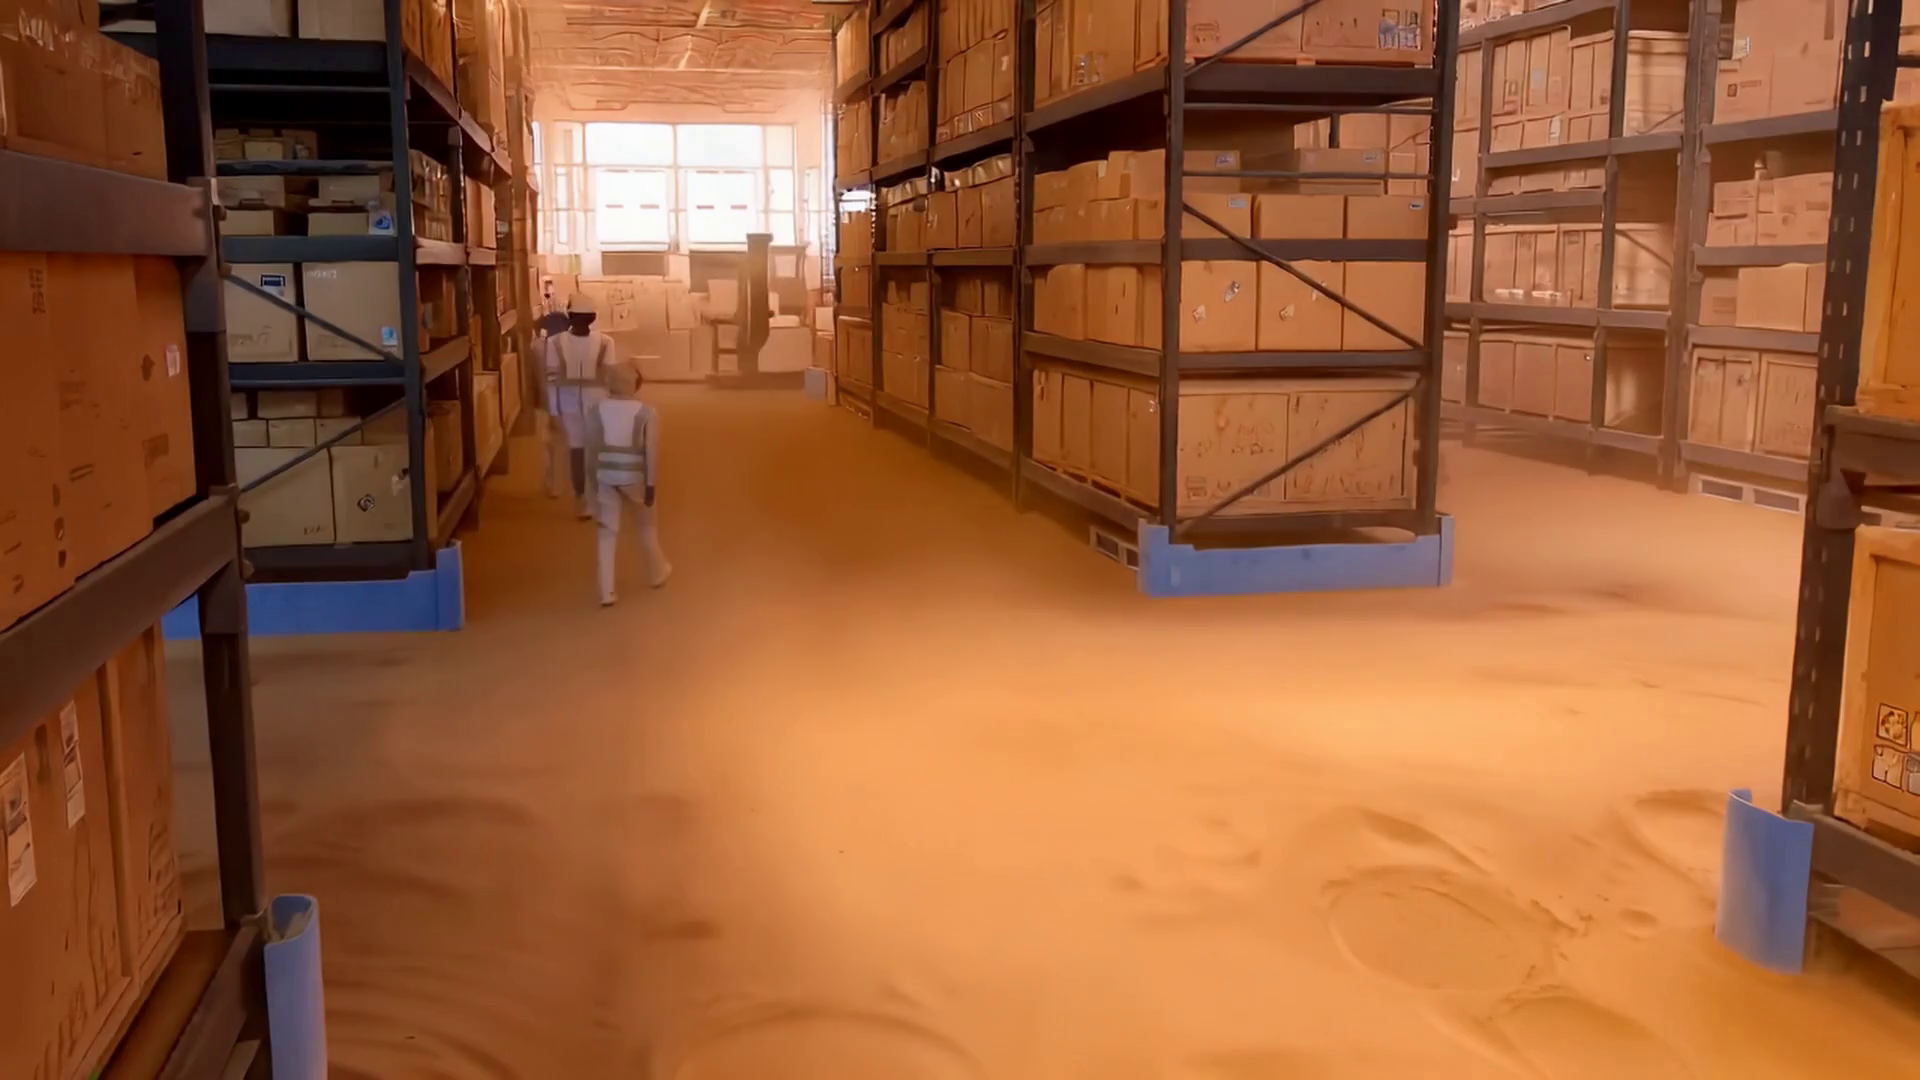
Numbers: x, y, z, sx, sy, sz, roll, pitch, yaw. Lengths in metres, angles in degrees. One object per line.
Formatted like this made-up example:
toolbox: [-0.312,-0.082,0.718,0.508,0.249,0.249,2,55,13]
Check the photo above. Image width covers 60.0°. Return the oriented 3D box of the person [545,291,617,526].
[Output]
person: [-3.235,-1.113,14.254,0.609,2.000,1.017,-2,9,-10]

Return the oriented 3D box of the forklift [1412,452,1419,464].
forklift: [4.092,-2.260,18.596,1.873,2.768,1.129,-2,9,-9]

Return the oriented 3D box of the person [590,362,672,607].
person: [-2.217,-0.385,11.113,0.513,1.583,0.896,1,9,9]

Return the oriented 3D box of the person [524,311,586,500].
person: [-3.825,-1.269,15.866,0.638,1.794,0.957,-3,10,-18]

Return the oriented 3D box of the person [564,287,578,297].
person: [-13.453,-8.125,57.491,0.829,1.858,0.578,8,13,42]

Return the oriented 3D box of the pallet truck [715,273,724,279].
pallet truck: [-8.580,-8.986,62.280,1.885,1.965,0.823,1,9,5]

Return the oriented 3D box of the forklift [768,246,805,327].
forklift: [-4.953,-6.961,47.256,1.129,2.768,1.873,0,9,2]

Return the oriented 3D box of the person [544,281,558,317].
person: [-10.207,-5.573,41.826,0.852,1.890,0.603,-2,10,-13]

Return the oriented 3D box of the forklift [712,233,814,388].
forklift: [-3.683,-4.238,30.657,1.873,2.768,1.129,-2,10,-12]
